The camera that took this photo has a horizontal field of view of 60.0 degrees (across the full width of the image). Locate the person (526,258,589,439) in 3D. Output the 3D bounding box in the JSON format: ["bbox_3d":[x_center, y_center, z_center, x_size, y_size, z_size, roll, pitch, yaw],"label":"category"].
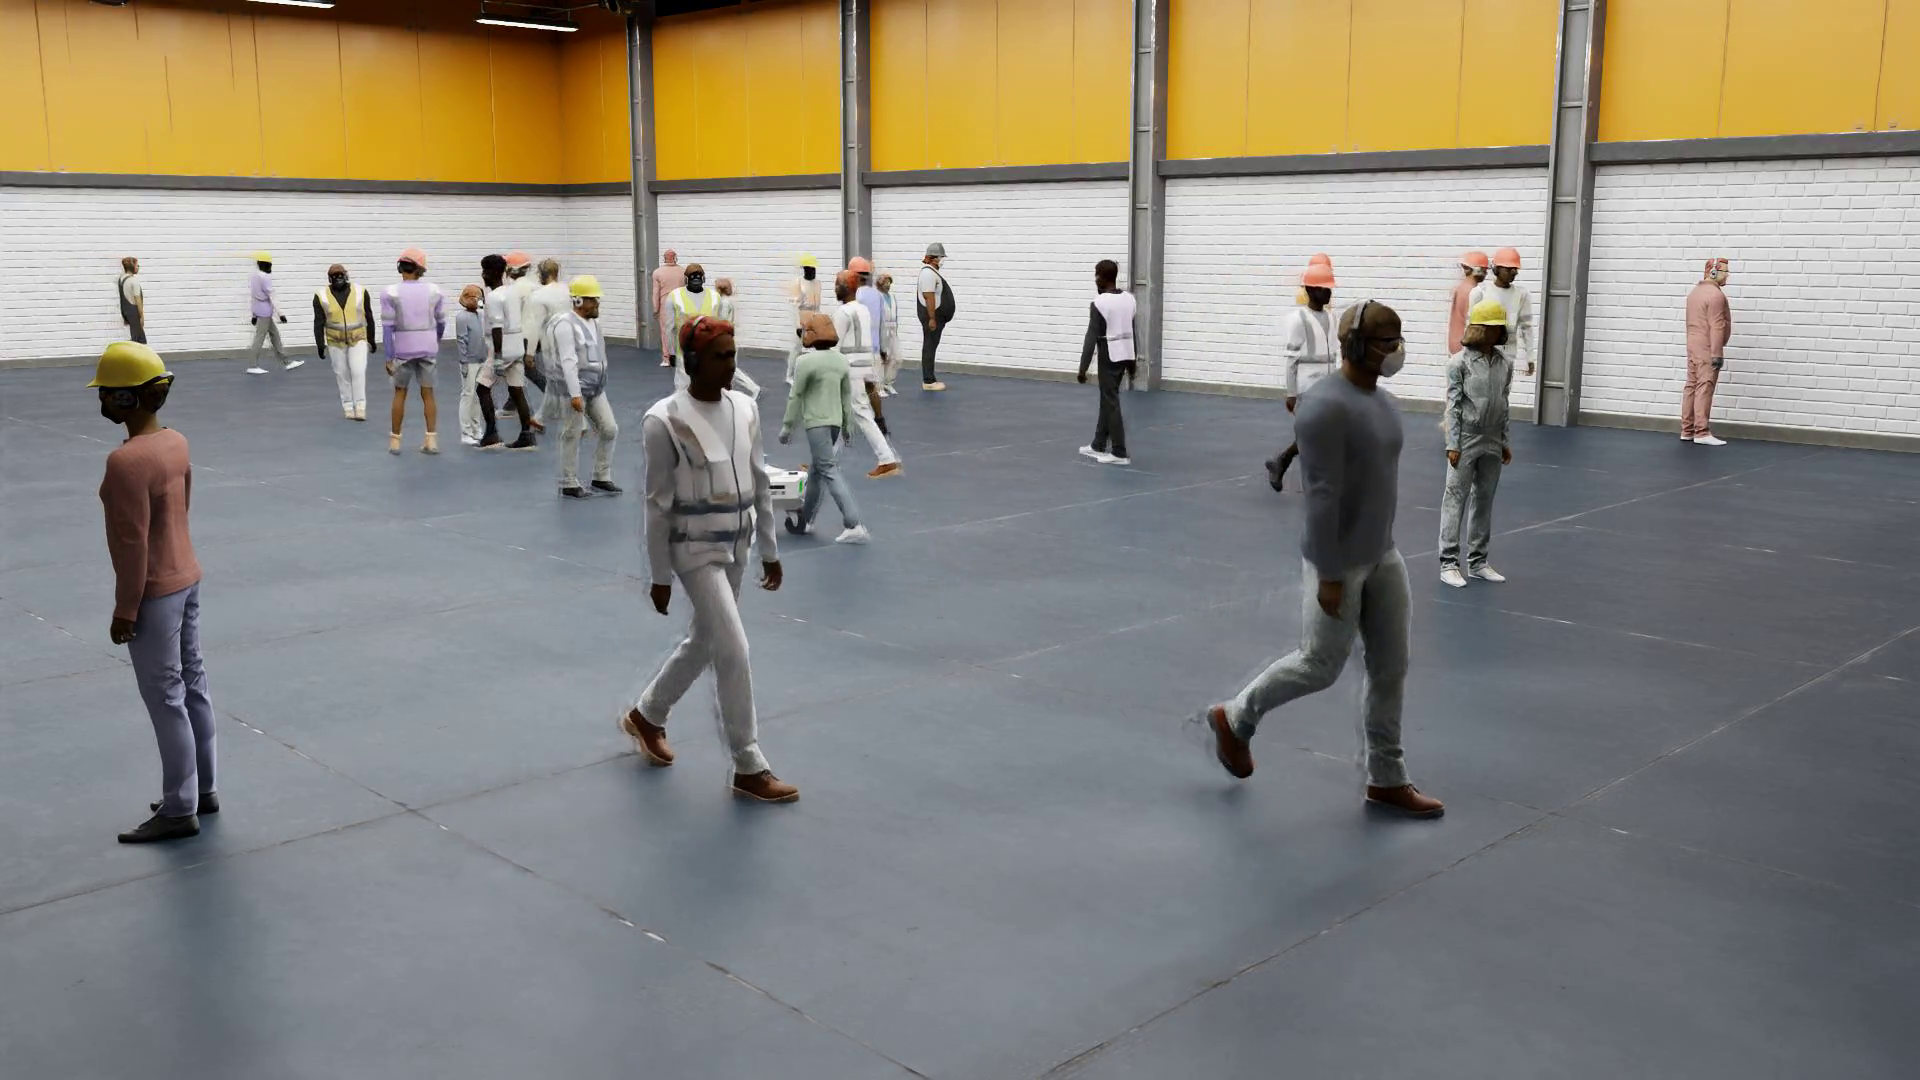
[{"bbox_3d":[-4.319,-2.012,17.547,1.033,1.879,0.644,5,11,25],"label":"person"}]

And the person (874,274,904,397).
[{"bbox_3d":[-0.980,-2.688,21.938,0.393,1.620,0.535,9,14,41],"label":"person"}]

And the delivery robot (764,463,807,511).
[{"bbox_3d":[-1.457,-0.376,11.993,0.707,0.478,0.477,0,10,-1],"label":"delivery robot"}]

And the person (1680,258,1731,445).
[{"bbox_3d":[7.669,-1.929,17.042,0.401,1.905,0.642,0,10,2],"label":"person"}]

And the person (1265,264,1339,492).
[{"bbox_3d":[2.761,-1.243,13.280,0.548,1.916,0.796,-8,13,-38],"label":"person"}]

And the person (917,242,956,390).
[{"bbox_3d":[-0.328,-3.106,23.083,0.535,2.000,0.684,0,10,0],"label":"person"}]

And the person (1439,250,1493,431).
[{"bbox_3d":[5.249,-1.985,17.156,0.415,1.978,0.612,0,10,-1],"label":"person"}]

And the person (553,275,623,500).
[{"bbox_3d":[-2.989,-1.209,13.377,0.585,1.812,0.614,4,11,21],"label":"person"}]

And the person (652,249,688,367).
[{"bbox_3d":[-4.691,-3.769,27.080,0.651,1.901,0.401,-4,11,-22],"label":"person"}]

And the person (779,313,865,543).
[{"bbox_3d":[-0.960,-0.788,11.667,0.848,1.592,0.515,8,13,36],"label":"person"}]

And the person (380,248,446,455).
[{"bbox_3d":[-5.335,-1.837,16.269,0.623,2.001,0.596,-5,11,-25],"label":"person"}]

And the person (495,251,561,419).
[{"bbox_3d":[-5.009,-2.371,19.306,0.963,1.962,0.624,1,10,8],"label":"person"}]

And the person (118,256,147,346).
[{"bbox_3d":[-12.757,-3.443,25.539,0.516,1.819,0.826,9,14,39],"label":"person"}]

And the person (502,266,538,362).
[{"bbox_3d":[-7.188,-3.637,26.858,0.545,1.720,0.902,10,14,44],"label":"person"}]

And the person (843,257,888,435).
[{"bbox_3d":[-1.136,-2.098,17.986,0.962,1.888,0.573,8,13,36],"label":"person"}]

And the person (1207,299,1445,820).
[{"bbox_3d":[1.386,0.059,6.189,0.856,1.914,0.633,10,14,43],"label":"person"}]

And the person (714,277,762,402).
[{"bbox_3d":[-2.875,-2.469,20.773,0.709,1.614,0.520,-2,11,-12],"label":"person"}]

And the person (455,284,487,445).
[{"bbox_3d":[-4.984,-1.798,17.064,0.268,1.631,0.507,2,11,12],"label":"person"}]

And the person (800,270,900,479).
[{"bbox_3d":[-0.952,-1.454,14.649,0.971,1.839,0.578,3,11,14],"label":"person"}]

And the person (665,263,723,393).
[{"bbox_3d":[-2.771,-1.981,17.493,0.624,1.844,0.430,-4,11,-22],"label":"person"}]

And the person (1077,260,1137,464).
[{"bbox_3d":[1.300,-1.669,15.615,0.741,1.897,0.625,9,13,39],"label":"person"}]

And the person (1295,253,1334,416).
[{"bbox_3d":[3.886,-2.144,18.119,0.552,1.935,0.366,-10,14,-43],"label":"person"}]

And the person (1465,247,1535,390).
[{"bbox_3d":[5.128,-1.745,15.708,0.632,2.012,0.770,-2,11,-10],"label":"person"}]

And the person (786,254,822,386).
[{"bbox_3d":[-2.129,-3.063,23.318,1.017,1.873,0.603,9,14,41],"label":"person"}]

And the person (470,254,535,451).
[{"bbox_3d":[-4.584,-1.841,16.455,0.736,1.942,0.619,2,11,12],"label":"person"}]

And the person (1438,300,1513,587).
[{"bbox_3d":[3.173,-0.589,10.167,0.487,1.744,0.294,-5,12,-26],"label":"person"}]

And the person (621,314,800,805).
[{"bbox_3d":[-1.007,0.047,6.437,0.933,1.850,0.588,7,12,32],"label":"person"}]

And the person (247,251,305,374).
[{"bbox_3d":[-10.683,-3.529,25.825,0.966,1.882,0.598,-7,13,-35],"label":"person"}]

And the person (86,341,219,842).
[{"bbox_3d":[-2.865,0.183,5.898,0.308,1.769,0.524,-1,10,-6],"label":"person"}]

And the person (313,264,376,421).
[{"bbox_3d":[-7.059,-2.257,19.105,0.651,1.803,0.820,-3,11,-18],"label":"person"}]
